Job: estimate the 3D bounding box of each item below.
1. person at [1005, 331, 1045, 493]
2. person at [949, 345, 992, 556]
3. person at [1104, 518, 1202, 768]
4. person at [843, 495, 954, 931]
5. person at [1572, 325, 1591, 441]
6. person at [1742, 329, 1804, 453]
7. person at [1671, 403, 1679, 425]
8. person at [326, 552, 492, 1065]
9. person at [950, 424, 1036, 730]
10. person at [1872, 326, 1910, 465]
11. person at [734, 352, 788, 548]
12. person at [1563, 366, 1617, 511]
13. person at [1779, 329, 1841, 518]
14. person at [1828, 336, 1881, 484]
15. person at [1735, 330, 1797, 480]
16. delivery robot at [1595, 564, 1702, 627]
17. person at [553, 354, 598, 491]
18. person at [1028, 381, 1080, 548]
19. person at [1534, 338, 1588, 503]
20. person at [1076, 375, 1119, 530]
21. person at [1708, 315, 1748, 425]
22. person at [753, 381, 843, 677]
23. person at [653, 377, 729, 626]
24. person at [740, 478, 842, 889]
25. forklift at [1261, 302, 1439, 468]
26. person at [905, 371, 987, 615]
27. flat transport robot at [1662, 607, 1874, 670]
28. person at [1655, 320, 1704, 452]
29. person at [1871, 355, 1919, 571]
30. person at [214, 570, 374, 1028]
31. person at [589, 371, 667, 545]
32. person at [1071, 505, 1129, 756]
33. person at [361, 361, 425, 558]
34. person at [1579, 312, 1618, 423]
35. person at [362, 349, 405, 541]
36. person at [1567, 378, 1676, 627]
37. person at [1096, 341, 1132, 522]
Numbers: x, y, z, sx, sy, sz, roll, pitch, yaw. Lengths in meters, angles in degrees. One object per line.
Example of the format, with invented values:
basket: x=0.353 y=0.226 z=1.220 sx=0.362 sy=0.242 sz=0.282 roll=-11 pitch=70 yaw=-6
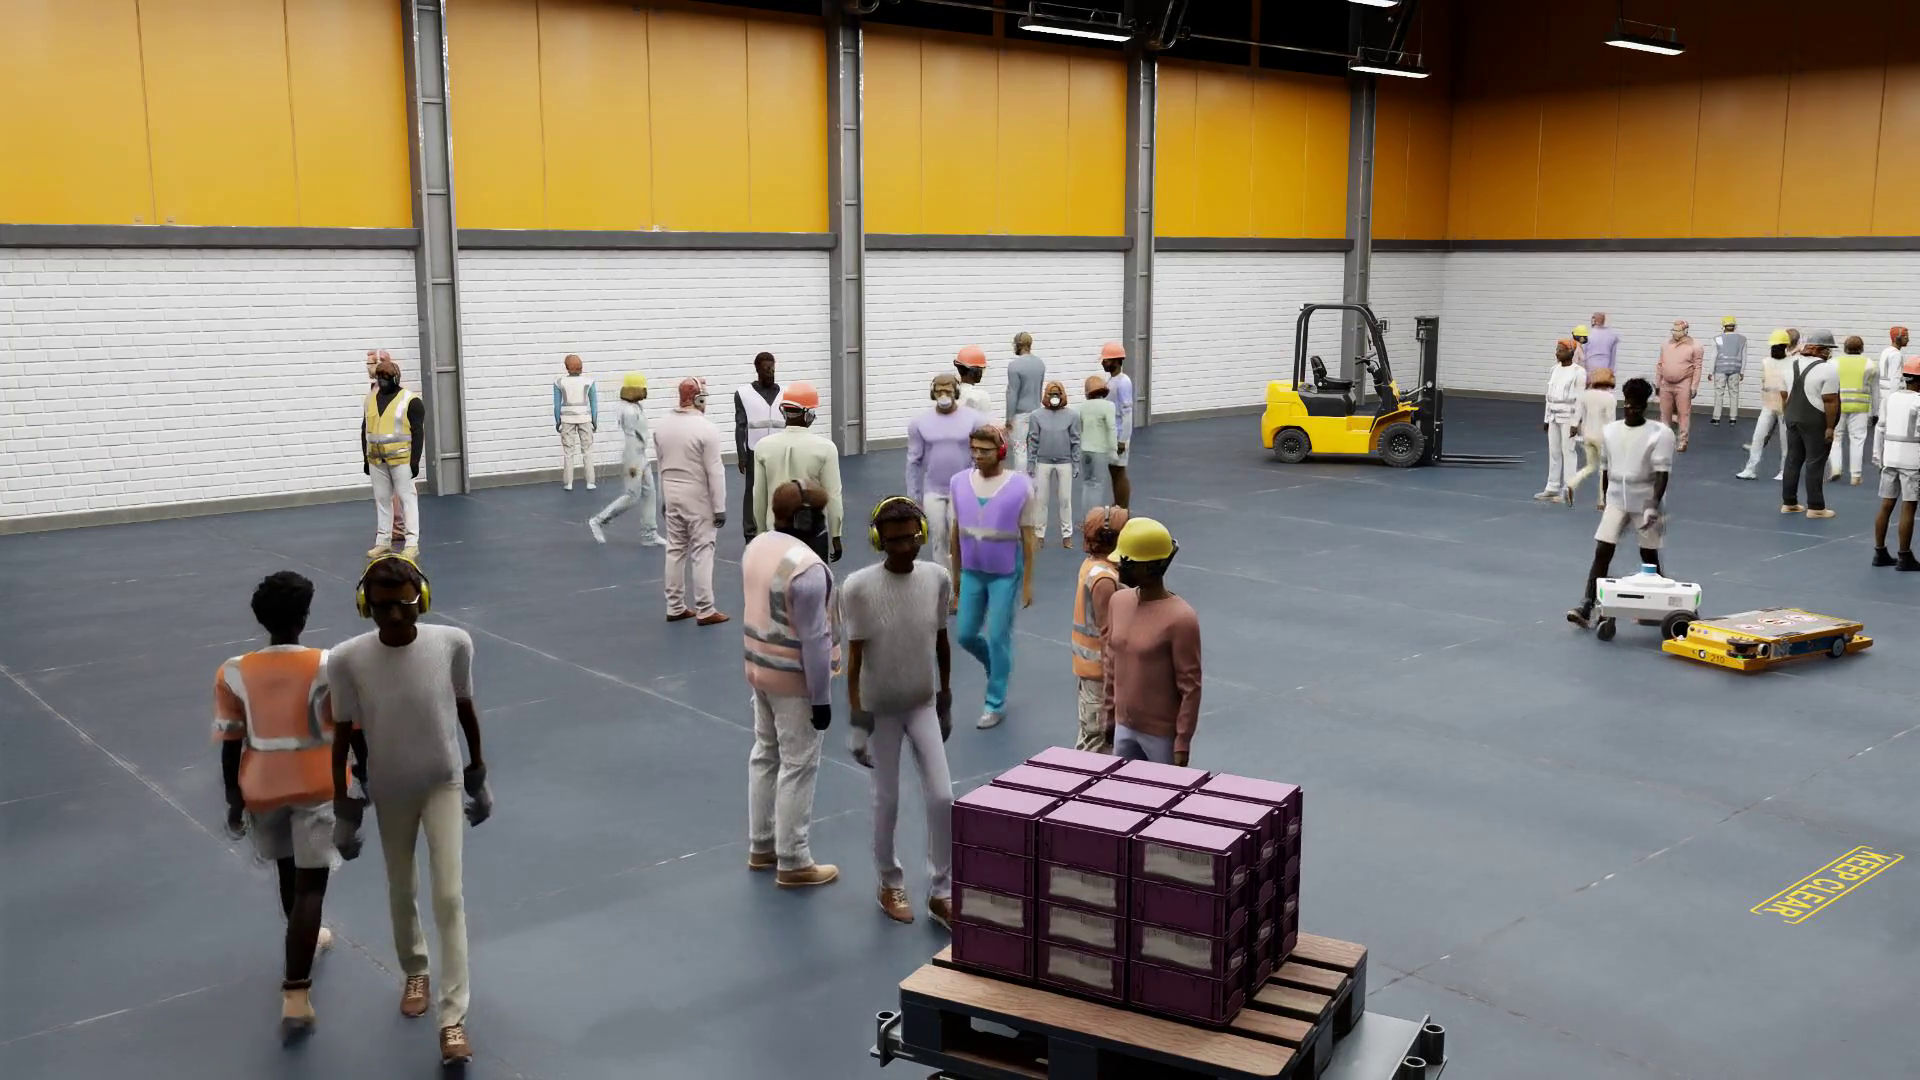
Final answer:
person: x=0.754 y=-1.482 z=19.579 sx=0.364 sy=1.933 sz=0.627 roll=8 pitch=13 yaw=40
person: x=0.080 y=-0.687 z=14.606 sx=0.389 sy=2.039 sz=0.613 roll=-9 pitch=13 yaw=-42
person: x=0.766 y=0.778 z=6.844 sx=0.330 sy=1.765 sz=0.526 roll=-7 pitch=12 yaw=-34
person: x=-0.221 y=0.736 z=6.861 sx=0.527 sy=1.844 sz=0.660 roll=-4 pitch=10 yaw=-21
person: x=9.438 y=-2.394 z=25.408 sx=0.315 sy=1.767 sz=0.535 roll=5 pitch=11 yaw=29
person: x=11.519 y=-2.041 z=23.250 sx=0.950 sy=1.791 sz=0.533 roll=0 pitch=10 yaw=1
person: x=12.014 y=-2.773 z=27.916 sx=0.512 sy=1.702 sz=0.572 roll=-8 pitch=13 yaw=-40
person: x=-1.941 y=0.924 z=5.887 sx=0.555 sy=1.798 sz=0.929 roll=-3 pitch=10 yaw=-17
person: x=0.211 y=0.200 z=10.047 sx=0.575 sy=1.829 sz=0.550 roll=5 pitch=11 yaw=27
person: x=12.537 y=-1.934 z=22.392 sx=0.354 sy=1.880 sz=0.566 roll=3 pitch=10 yaw=17
person: x=-1.852 y=-0.822 z=15.747 sx=0.588 sy=1.922 sz=0.392 roll=-6 pitch=12 yaw=-33
person: x=6.985 y=-1.107 z=18.315 sx=0.586 sy=1.614 sz=0.522 roll=-4 pitch=10 yaw=-20
person: x=9.257 y=-1.273 z=18.036 sx=0.536 sy=2.000 sz=0.682 roll=-3 pitch=10 yaw=-18
person: x=11.038 y=-1.607 z=20.622 sx=0.685 sy=1.834 sz=0.436 roll=5 pitch=11 yaw=26
person: x=10.141 y=-1.658 z=20.748 sx=0.900 sy=1.888 sz=0.602 roll=-5 pitch=11 yaw=-26
delivery robot: x=5.041 y=0.419 z=12.201 sx=0.707 sy=0.478 sz=0.477 roll=3 pitch=10 yaw=19
person: x=-4.607 y=-1.405 z=19.972 sx=0.517 sy=1.645 sz=0.308 roll=-2 pitch=10 yaw=-13
person: x=0.907 y=-0.726 z=16.052 sx=0.501 sy=1.626 sz=0.278 roll=1 pitch=10 yaw=4
person: x=6.897 y=-1.366 z=19.049 sx=0.355 sy=1.882 sz=0.575 roll=-4 pitch=10 yaw=-20
person: x=1.374 y=-0.864 z=16.918 sx=0.392 sy=1.611 sz=0.571 roll=-9 pitch=13 yaw=-41
person: x=12.797 y=-2.830 z=27.763 sx=0.588 sy=1.832 sz=0.403 roll=1 pitch=10 yaw=8
person: x=-1.063 y=-0.060 z=11.072 sx=0.622 sy=1.992 sz=0.397 roll=3 pitch=10 yaw=17
person: x=-2.034 y=-0.293 z=12.718 sx=0.648 sy=1.905 sz=0.400 roll=6 pitch=12 yaw=33
person: x=-0.743 y=0.635 z=7.477 sx=0.430 sy=1.837 sz=0.628 roll=-6 pitch=11 yaw=-32
forklift: x=5.320 y=-2.157 z=22.763 sx=2.313 sy=2.155 sz=1.214 roll=3 pitch=10 yaw=16
person: x=-0.107 y=-0.348 z=12.961 sx=0.659 sy=1.923 sz=0.473 roll=2 pitch=10 yaw=10
flat transport robot: x=5.723 y=0.683 z=11.761 sx=1.431 sy=0.197 sz=0.652 roll=-5 pitch=11 yaw=-29
person: x=10.346 y=-2.225 z=24.027 sx=0.406 sy=1.902 sz=0.637 roll=-9 pitch=13 yaw=-42
person: x=8.508 y=-0.692 z=14.941 sx=0.379 sy=1.937 sz=0.548 roll=-3 pitch=10 yaw=-17
person: x=-2.486 y=0.940 z=6.232 sx=0.538 sy=1.652 sz=0.882 roll=0 pitch=10 yaw=-1
person: x=-3.196 y=-0.777 z=16.075 sx=0.722 sy=1.718 sz=0.492 roll=0 pitch=10 yaw=0
person: x=0.685 y=0.645 z=7.979 sx=0.307 sy=1.640 sz=0.520 roll=-1 pitch=10 yaw=-3
person: x=-5.309 y=-0.745 z=15.531 sx=0.627 sy=1.845 sz=0.429 roll=2 pitch=10 yaw=14
person: x=10.558 y=-2.854 z=27.727 sx=0.680 sy=1.886 sz=0.614 roll=-1 pitch=10 yaw=-3
person: x=-5.691 y=-0.936 z=16.463 sx=0.403 sy=1.904 sz=0.651 roll=-3 pitch=10 yaw=-15
person: x=5.048 y=-0.265 z=12.533 sx=0.969 sy=1.909 sz=0.611 roll=-9 pitch=13 yaw=-43
person: x=1.599 y=-1.104 z=17.356 sx=0.378 sy=1.932 sz=0.551 roll=-2 pitch=10 yaw=-10
